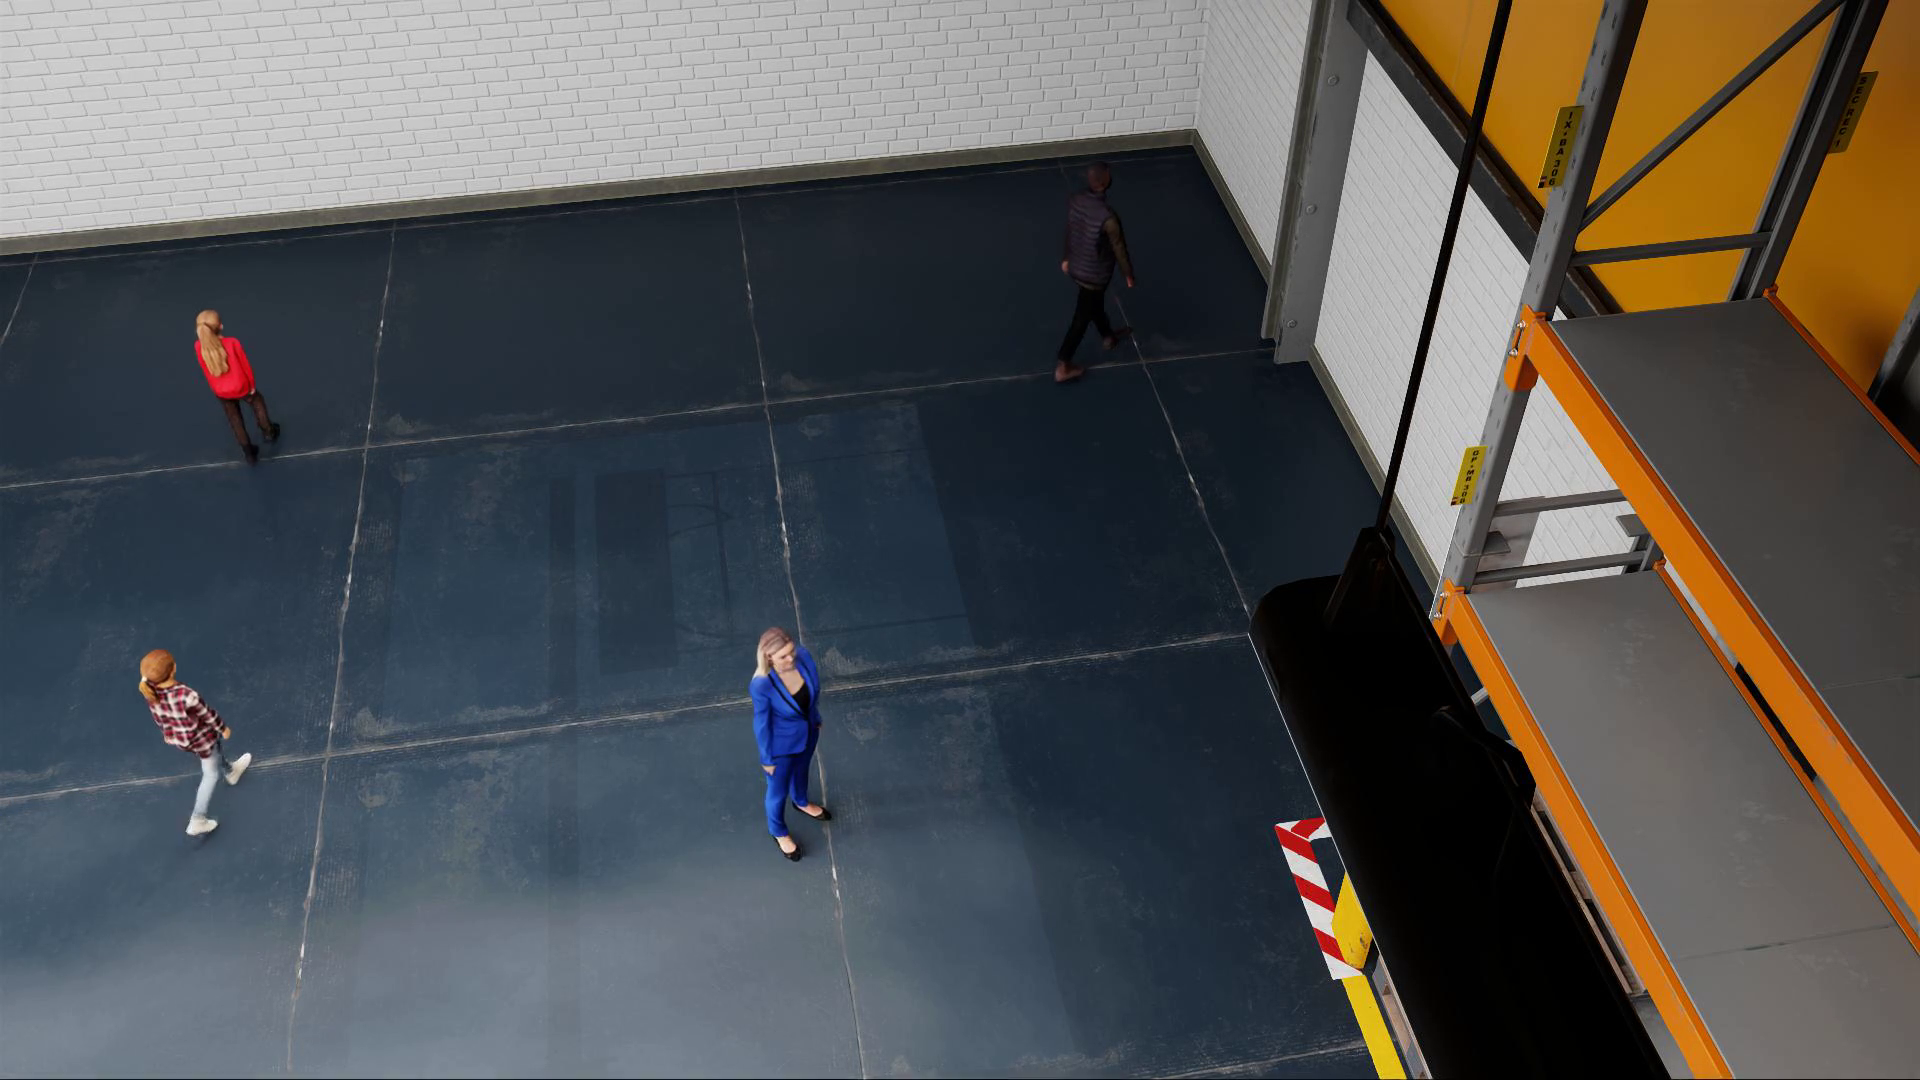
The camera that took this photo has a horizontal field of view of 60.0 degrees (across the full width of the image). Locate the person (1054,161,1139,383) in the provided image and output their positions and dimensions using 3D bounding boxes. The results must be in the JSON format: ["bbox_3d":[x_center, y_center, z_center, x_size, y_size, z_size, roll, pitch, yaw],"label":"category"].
[{"bbox_3d":[0.907,-1.969,12.500,1.035,1.797,1.122,-23,48,-22],"label":"person"}]

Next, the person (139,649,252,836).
[{"bbox_3d":[-4.449,1.155,9.588,0.799,1.290,0.967,15,46,15],"label":"person"}]

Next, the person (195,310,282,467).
[{"bbox_3d":[-5.229,-1.067,11.936,0.505,1.268,0.656,-10,44,-10],"label":"person"}]

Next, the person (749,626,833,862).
[{"bbox_3d":[-0.976,1.089,9.360,0.760,1.700,0.709,25,49,24],"label":"person"}]
